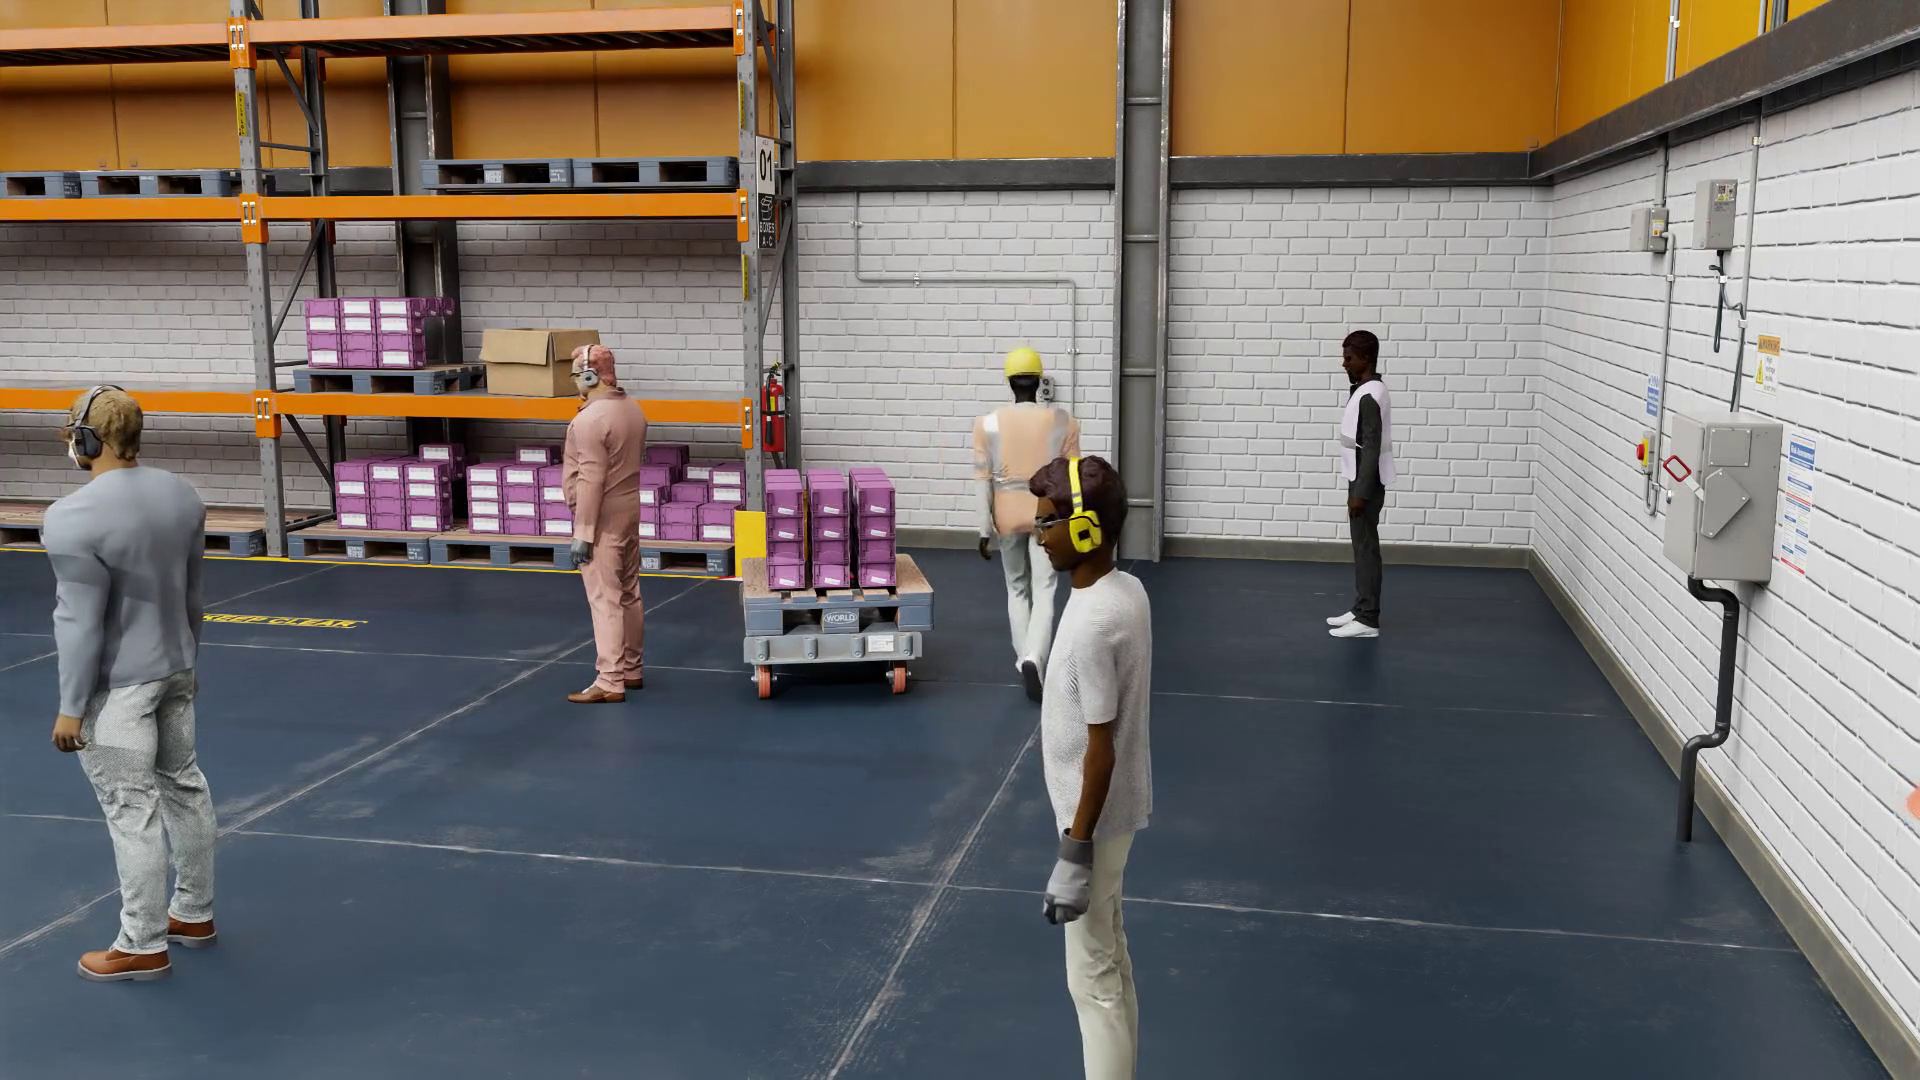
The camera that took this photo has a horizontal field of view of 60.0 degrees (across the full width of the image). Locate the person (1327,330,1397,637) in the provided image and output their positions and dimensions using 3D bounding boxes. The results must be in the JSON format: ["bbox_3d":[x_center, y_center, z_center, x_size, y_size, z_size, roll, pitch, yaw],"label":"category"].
[{"bbox_3d":[2.526,-0.348,10.387,0.393,1.915,0.589,2,10,12],"label":"person"}]

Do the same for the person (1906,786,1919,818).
[{"bbox_3d":[1.234,1.048,1.932,0.368,1.929,0.542,2,10,12],"label":"person"}]

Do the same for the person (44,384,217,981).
[{"bbox_3d":[-2.701,0.465,5.417,0.373,1.940,0.628,2,10,12],"label":"person"}]

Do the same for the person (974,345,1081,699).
[{"bbox_3d":[0.370,-0.114,9.074,0.596,1.891,0.918,1,9,4],"label":"person"}]

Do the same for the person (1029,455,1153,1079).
[{"bbox_3d":[0.309,0.715,4.137,0.329,1.865,0.510,2,10,12],"label":"person"}]

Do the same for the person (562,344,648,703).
[{"bbox_3d":[-1.903,-0.085,8.843,0.409,1.903,0.639,2,10,12],"label":"person"}]
